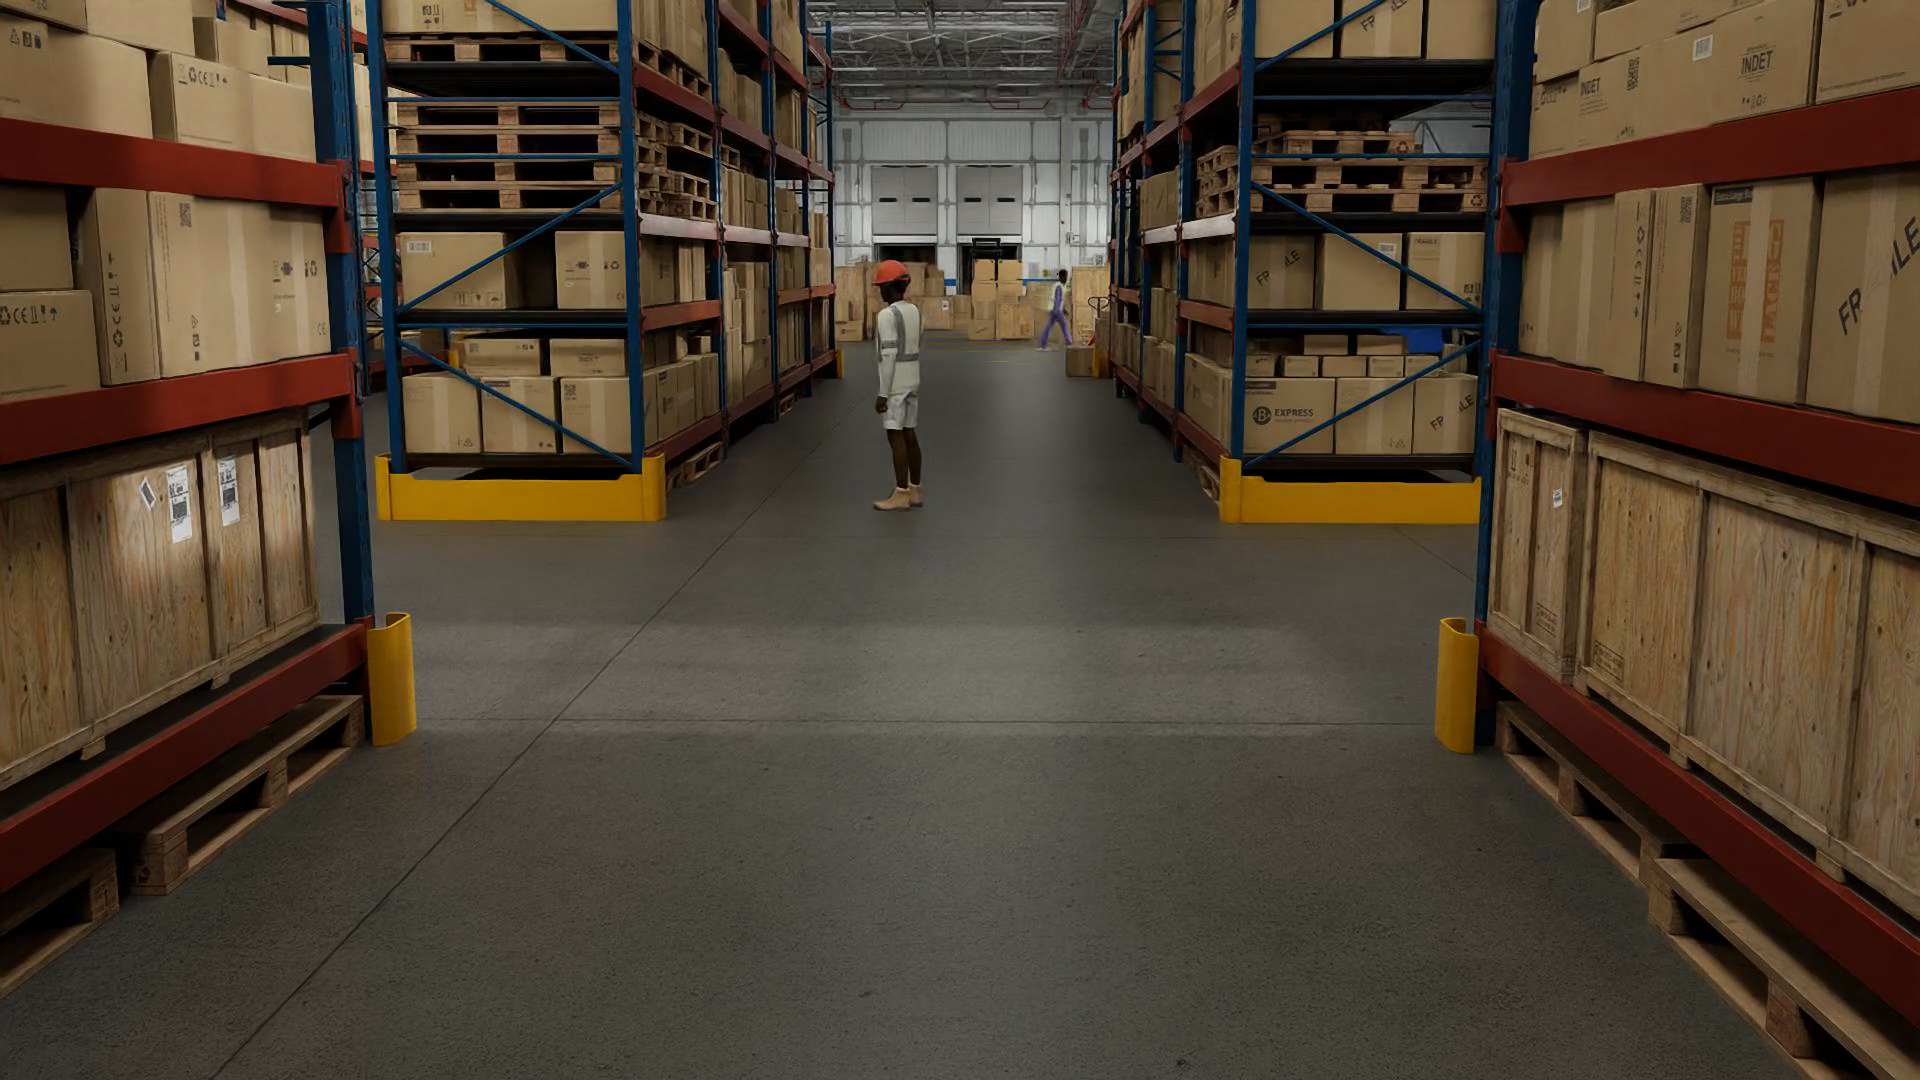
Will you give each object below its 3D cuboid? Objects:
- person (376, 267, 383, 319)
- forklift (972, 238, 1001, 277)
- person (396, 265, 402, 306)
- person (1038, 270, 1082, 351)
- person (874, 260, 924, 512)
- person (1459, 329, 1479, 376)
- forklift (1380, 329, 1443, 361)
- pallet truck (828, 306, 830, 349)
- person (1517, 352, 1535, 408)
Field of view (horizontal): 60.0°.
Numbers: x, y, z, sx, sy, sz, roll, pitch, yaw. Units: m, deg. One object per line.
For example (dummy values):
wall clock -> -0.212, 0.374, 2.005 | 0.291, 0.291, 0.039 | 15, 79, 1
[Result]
person -> -20.637, -8.789, 59.224 | 0.351, 1.878, 0.568 | -3, 10, -20
forklift -> 0.863, -8.497, 54.458 | 1.129, 2.768, 1.873 | 0, 9, 1
person -> -21.493, -9.533, 63.348 | 0.625, 1.976, 0.431 | -7, 12, -37
person -> 2.264, -5.237, 38.020 | 1.040, 1.852, 0.619 | -1, 9, -3
person -> -0.530, -1.250, 13.561 | 0.392, 2.039, 0.612 | 4, 10, 24
person -> 7.788, -3.132, 25.012 | 0.626, 1.977, 0.564 | 0, 9, 3
forklift -> 8.900, -4.753, 32.035 | 1.873, 2.768, 1.129 | -4, 10, -25
pallet truck -> -3.100, -3.940, 29.800 | 1.885, 1.965, 0.823 | 3, 10, 19
person -> 6.779, -2.077, 19.717 | 0.309, 1.640, 0.513 | 1, 10, 6
